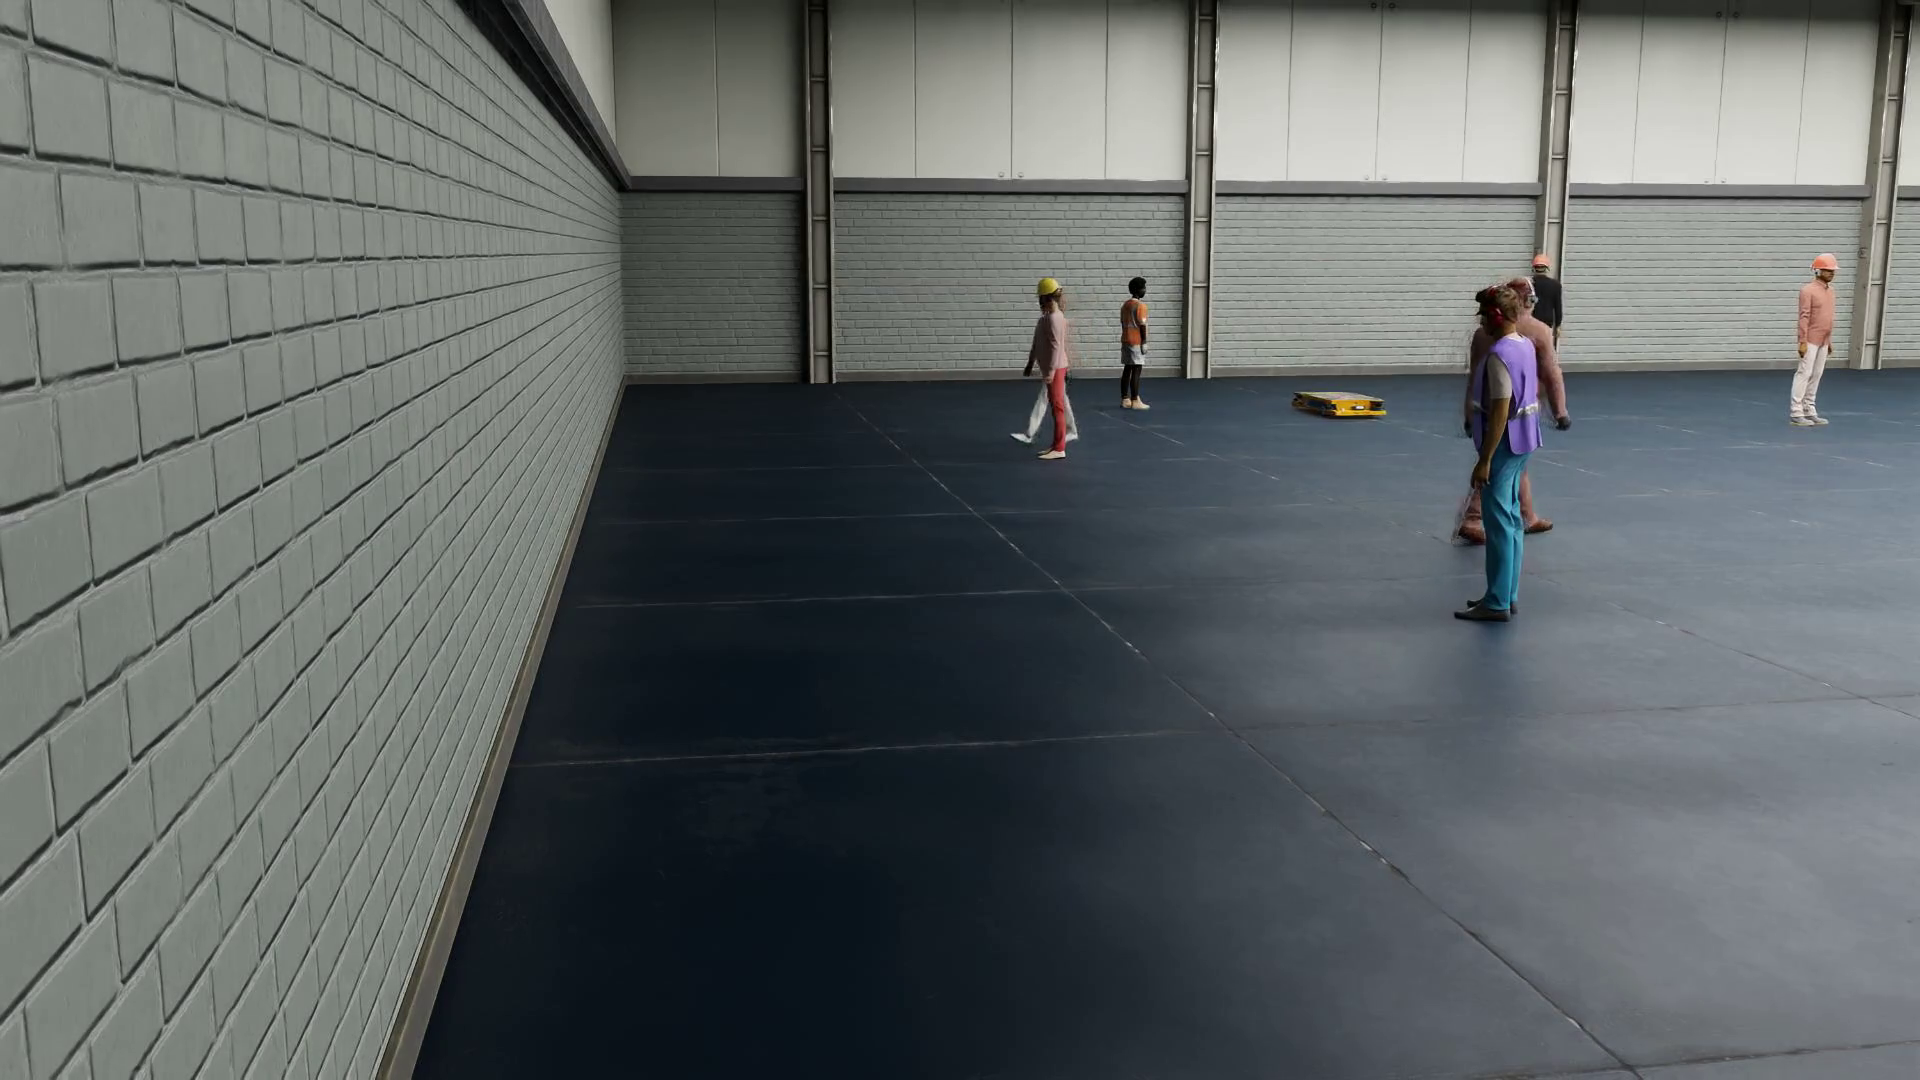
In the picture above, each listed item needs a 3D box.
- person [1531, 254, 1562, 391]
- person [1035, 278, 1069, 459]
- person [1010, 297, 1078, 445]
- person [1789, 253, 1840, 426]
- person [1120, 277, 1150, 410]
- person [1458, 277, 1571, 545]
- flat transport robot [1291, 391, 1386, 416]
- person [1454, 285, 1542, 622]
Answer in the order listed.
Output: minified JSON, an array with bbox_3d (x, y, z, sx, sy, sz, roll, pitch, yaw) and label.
[{"bbox_3d":[8.265,-3.086,23.780,0.652,1.972,0.630,4,11,21],"label":"person"},{"bbox_3d":[0.889,-1.663,16.230,0.337,1.760,0.526,1,10,6],"label":"person"},{"bbox_3d":[0.904,-1.790,17.441,0.869,1.592,0.518,-4,11,-21],"label":"person"},{"bbox_3d":[9.952,-2.317,19.314,0.617,1.993,0.396,-6,12,-33],"label":"person"},{"bbox_3d":[2.245,-2.519,21.330,0.317,1.696,0.540,-4,11,-23],"label":"person"},{"bbox_3d":[3.836,-0.902,11.614,1.038,1.855,0.623,-5,11,-25],"label":"person"},{"bbox_3d":[4.715,-1.707,20.762,0.652,0.197,1.431,-2,10,-10],"label":"flat transport robot"},{"bbox_3d":[2.969,-0.466,9.110,0.388,1.837,0.563,6,12,31],"label":"person"}]
